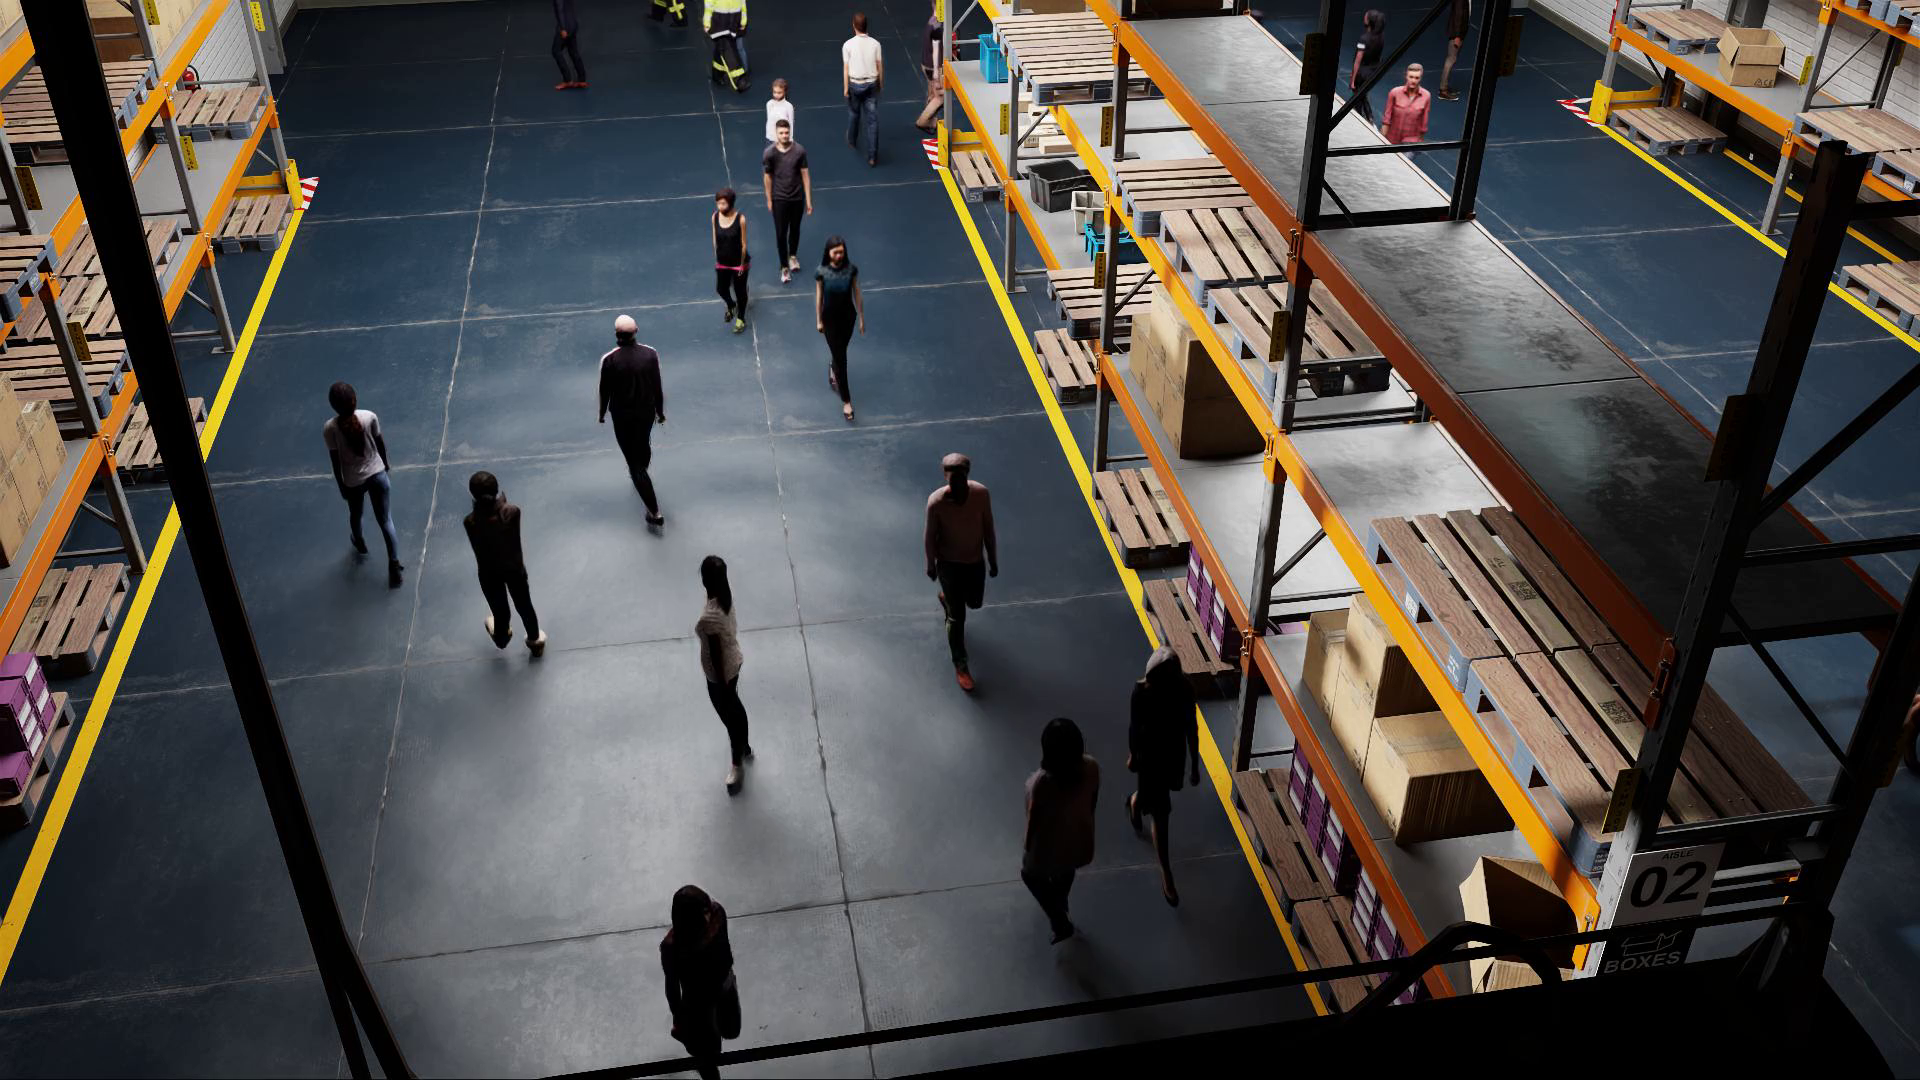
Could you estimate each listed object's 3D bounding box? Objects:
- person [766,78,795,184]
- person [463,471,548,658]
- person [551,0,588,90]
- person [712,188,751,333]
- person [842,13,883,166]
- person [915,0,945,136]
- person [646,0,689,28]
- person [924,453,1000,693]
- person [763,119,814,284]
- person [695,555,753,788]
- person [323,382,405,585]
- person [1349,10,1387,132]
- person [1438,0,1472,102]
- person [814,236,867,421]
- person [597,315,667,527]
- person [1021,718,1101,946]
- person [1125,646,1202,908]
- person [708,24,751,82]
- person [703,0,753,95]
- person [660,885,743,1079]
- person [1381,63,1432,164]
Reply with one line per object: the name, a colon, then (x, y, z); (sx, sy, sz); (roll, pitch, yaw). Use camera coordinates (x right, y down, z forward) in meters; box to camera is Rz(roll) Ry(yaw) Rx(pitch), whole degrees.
person: (-2.094, -4.761, 19.788); (0.656, 1.539, 0.707); (13, 36, 18)
person: (-3.388, 0.159, 12.278); (0.753, 1.658, 0.651); (-6, 34, -9)
person: (-5.402, -7.147, 23.229); (0.788, 1.703, 0.680); (0, 34, 0)
person: (-2.293, -2.892, 16.973); (0.641, 1.543, 0.706); (8, 34, 12)
person: (-1.187, -5.607, 20.808); (0.749, 1.818, 1.170); (-9, 35, -13)
person: (-0.416, -6.154, 21.631); (0.758, 1.818, 0.628); (-6, 34, -9)
person: (-4.521, -8.833, 25.652); (0.986, 1.829, 0.995); (2, 34, 3)
person: (-0.020, 0.128, 12.155); (0.841, 1.846, 1.179); (-12, 35, -17)
person: (-1.869, -3.740, 18.072); (0.666, 1.737, 0.923); (-8, 34, -12)
person: (-1.570, 0.893, 11.208); (0.839, 1.620, 0.573); (-4, 34, -5)
person: (-4.662, -0.426, 13.128); (0.851, 1.690, 1.117); (-17, 37, -24)
person: (5.273, -5.932, 21.382); (0.780, 1.724, 0.847); (-24, 40, -31)
person: (6.848, -7.004, 22.927); (0.800, 1.800, 0.679); (11, 35, 16)
person: (-1.148, -2.059, 15.589); (0.665, 1.686, 1.124); (-9, 35, -13)
person: (-2.675, -0.951, 13.831); (1.000, 1.788, 1.315); (-19, 38, -26)
person: (0.620, 1.771, 9.908); (0.779, 1.597, 0.872); (-19, 38, -26)
person: (1.238, 1.347, 10.461); (0.681, 1.690, 1.193); (-10, 35, -15)
person: (-3.139, -7.290, 23.519); (0.863, 1.619, 0.885); (-17, 37, -24)
person: (-3.325, -7.215, 23.152); (1.269, 1.902, 1.405); (-27, 42, -34)
person: (-1.404, 2.422, 8.930); (0.917, 1.595, 0.855); (22, 39, 29)
person: (5.156, -4.679, 19.428); (0.997, 1.801, 1.260); (7, 34, 11)
